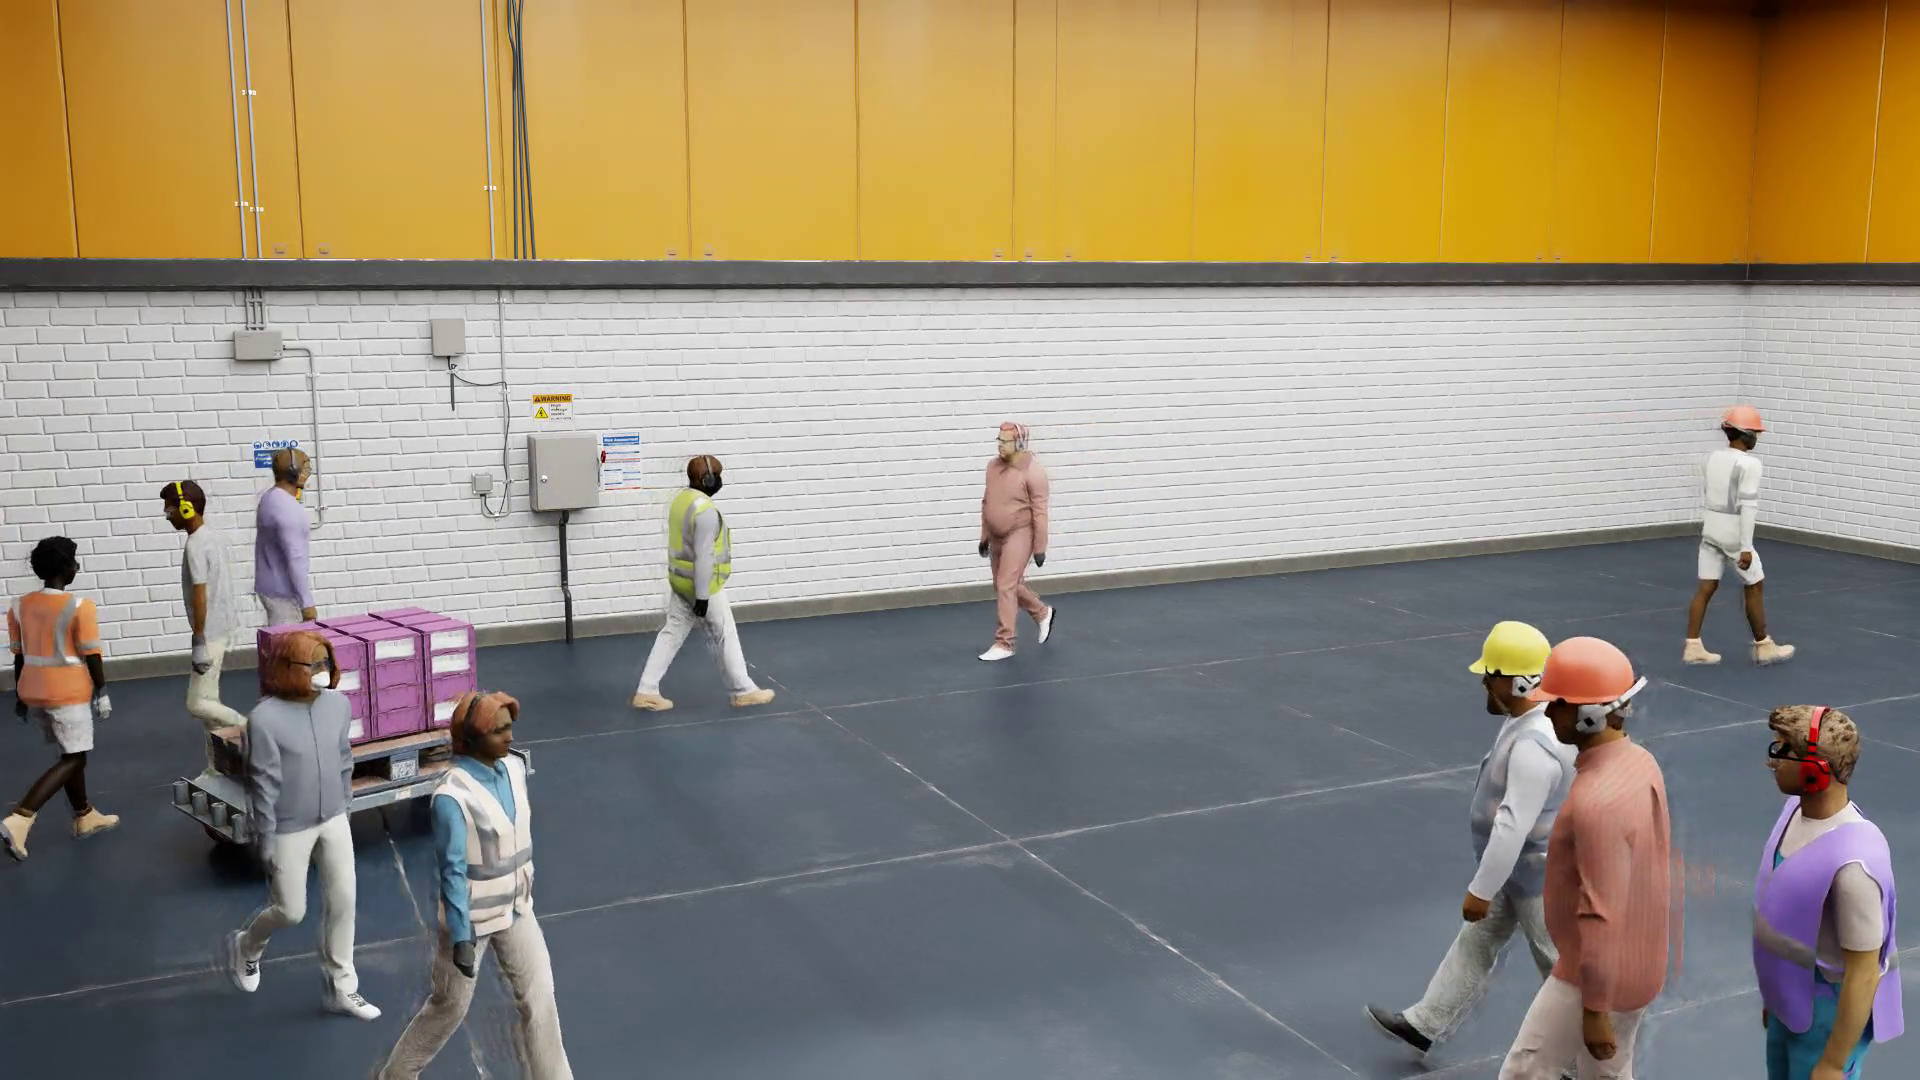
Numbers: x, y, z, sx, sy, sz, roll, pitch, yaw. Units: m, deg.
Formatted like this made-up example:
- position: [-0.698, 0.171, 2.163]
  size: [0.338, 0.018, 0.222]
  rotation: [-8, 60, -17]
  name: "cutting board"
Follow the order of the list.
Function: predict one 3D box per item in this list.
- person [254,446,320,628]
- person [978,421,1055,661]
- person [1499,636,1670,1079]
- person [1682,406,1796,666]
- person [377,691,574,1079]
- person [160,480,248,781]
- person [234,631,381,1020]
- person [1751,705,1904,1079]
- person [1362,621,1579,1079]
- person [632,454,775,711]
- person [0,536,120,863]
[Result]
- position: [-4.328, 0.359, 10.724]
  size: [0.443, 1.922, 0.648]
  rotation: [-5, 10, -27]
  name: "person"
- position: [0.458, -0.014, 13.164]
  size: [0.796, 1.880, 0.644]
  rotation: [-7, 11, -35]
  name: "person"
- position: [1.879, 1.258, 4.968]
  size: [0.440, 1.970, 0.610]
  rotation: [7, 12, 38]
  name: "person"
- position: [6.039, -0.021, 12.805]
  size: [0.955, 2.002, 0.638]
  rotation: [-2, 9, -14]
  name: "person"
- position: [-1.704, 1.306, 5.839]
  size: [0.841, 1.605, 0.526]
  rotation: [3, 10, 19]
  name: "person"
- position: [-4.298, 0.569, 9.663]
  size: [0.594, 1.842, 0.577]
  rotation: [-2, 9, -12]
  name: "person"
- position: [-2.690, 1.145, 6.760]
  size: [0.619, 1.612, 0.502]
  rotation: [6, 11, 31]
  name: "person"
- position: [2.423, 1.367, 4.701]
  size: [0.392, 1.842, 0.564]
  rotation: [2, 9, 11]
  name: "person"
- position: [1.977, 1.175, 6.086]
  size: [0.930, 1.774, 0.596]
  rotation: [3, 10, 17]
  name: "person"
- position: [-1.829, 0.301, 11.500]
  size: [0.986, 1.795, 0.642]
  rotation: [-5, 11, -30]
  name: "person"
- position: [-4.740, 0.814, 8.642]
  size: [0.532, 1.665, 0.741]
  rotation: [4, 10, 21]
  name: "person"
